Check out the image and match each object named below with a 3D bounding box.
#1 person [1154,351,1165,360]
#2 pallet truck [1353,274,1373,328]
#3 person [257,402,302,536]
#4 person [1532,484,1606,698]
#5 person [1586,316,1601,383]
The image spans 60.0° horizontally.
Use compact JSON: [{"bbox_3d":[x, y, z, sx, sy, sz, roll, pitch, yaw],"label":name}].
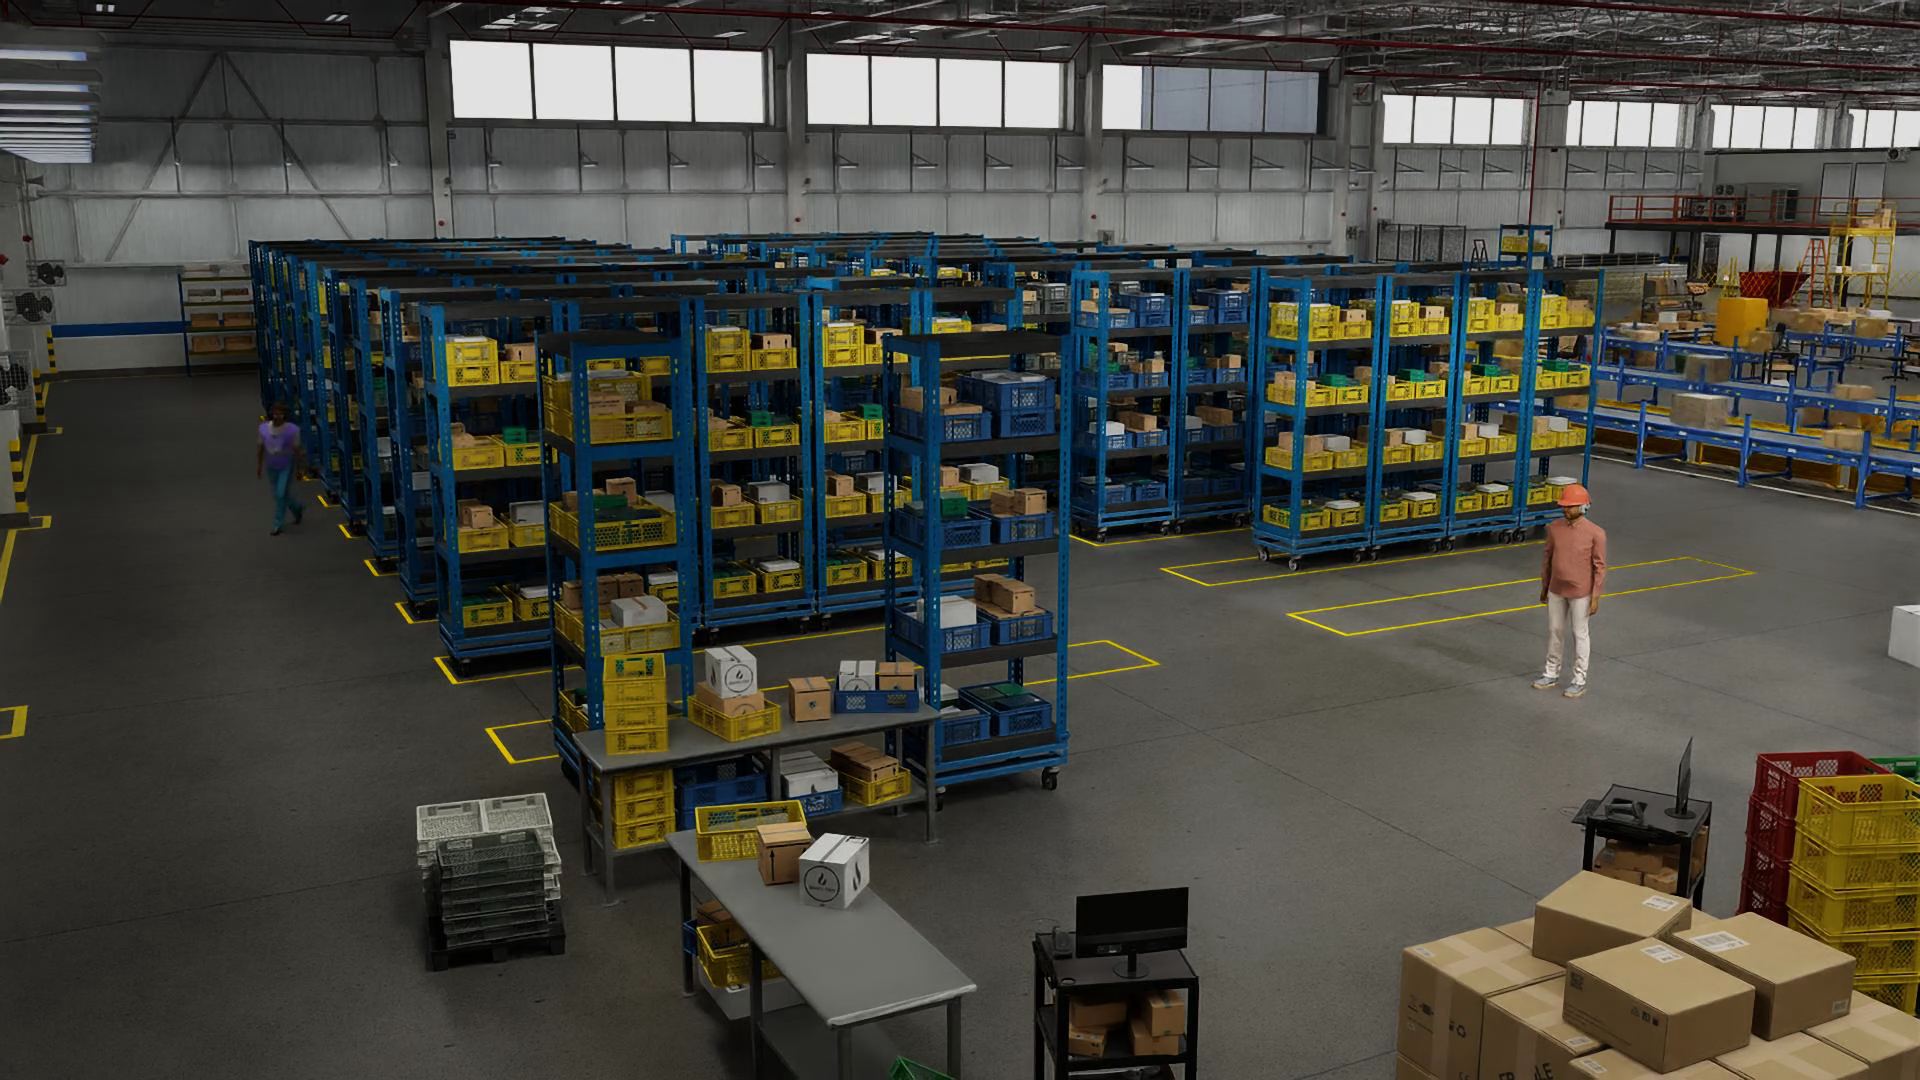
[{"bbox_3d":[4.079,-3.727,35.498,0.622,1.788,0.922,2,12,9],"label":"person"},{"bbox_3d":[13.011,-8.050,55.243,0.823,1.965,1.885,-7,14,-28],"label":"pallet truck"},{"bbox_3d":[-9.259,-1.008,22.736,0.614,1.811,0.780,1,12,5],"label":"person"},{"bbox_3d":[5.652,0.463,15.429,0.397,1.992,0.622,-9,15,-35],"label":"person"},{"bbox_3d":[14.319,-4.187,37.721,0.326,1.767,0.533,-2,12,-7],"label":"person"}]
